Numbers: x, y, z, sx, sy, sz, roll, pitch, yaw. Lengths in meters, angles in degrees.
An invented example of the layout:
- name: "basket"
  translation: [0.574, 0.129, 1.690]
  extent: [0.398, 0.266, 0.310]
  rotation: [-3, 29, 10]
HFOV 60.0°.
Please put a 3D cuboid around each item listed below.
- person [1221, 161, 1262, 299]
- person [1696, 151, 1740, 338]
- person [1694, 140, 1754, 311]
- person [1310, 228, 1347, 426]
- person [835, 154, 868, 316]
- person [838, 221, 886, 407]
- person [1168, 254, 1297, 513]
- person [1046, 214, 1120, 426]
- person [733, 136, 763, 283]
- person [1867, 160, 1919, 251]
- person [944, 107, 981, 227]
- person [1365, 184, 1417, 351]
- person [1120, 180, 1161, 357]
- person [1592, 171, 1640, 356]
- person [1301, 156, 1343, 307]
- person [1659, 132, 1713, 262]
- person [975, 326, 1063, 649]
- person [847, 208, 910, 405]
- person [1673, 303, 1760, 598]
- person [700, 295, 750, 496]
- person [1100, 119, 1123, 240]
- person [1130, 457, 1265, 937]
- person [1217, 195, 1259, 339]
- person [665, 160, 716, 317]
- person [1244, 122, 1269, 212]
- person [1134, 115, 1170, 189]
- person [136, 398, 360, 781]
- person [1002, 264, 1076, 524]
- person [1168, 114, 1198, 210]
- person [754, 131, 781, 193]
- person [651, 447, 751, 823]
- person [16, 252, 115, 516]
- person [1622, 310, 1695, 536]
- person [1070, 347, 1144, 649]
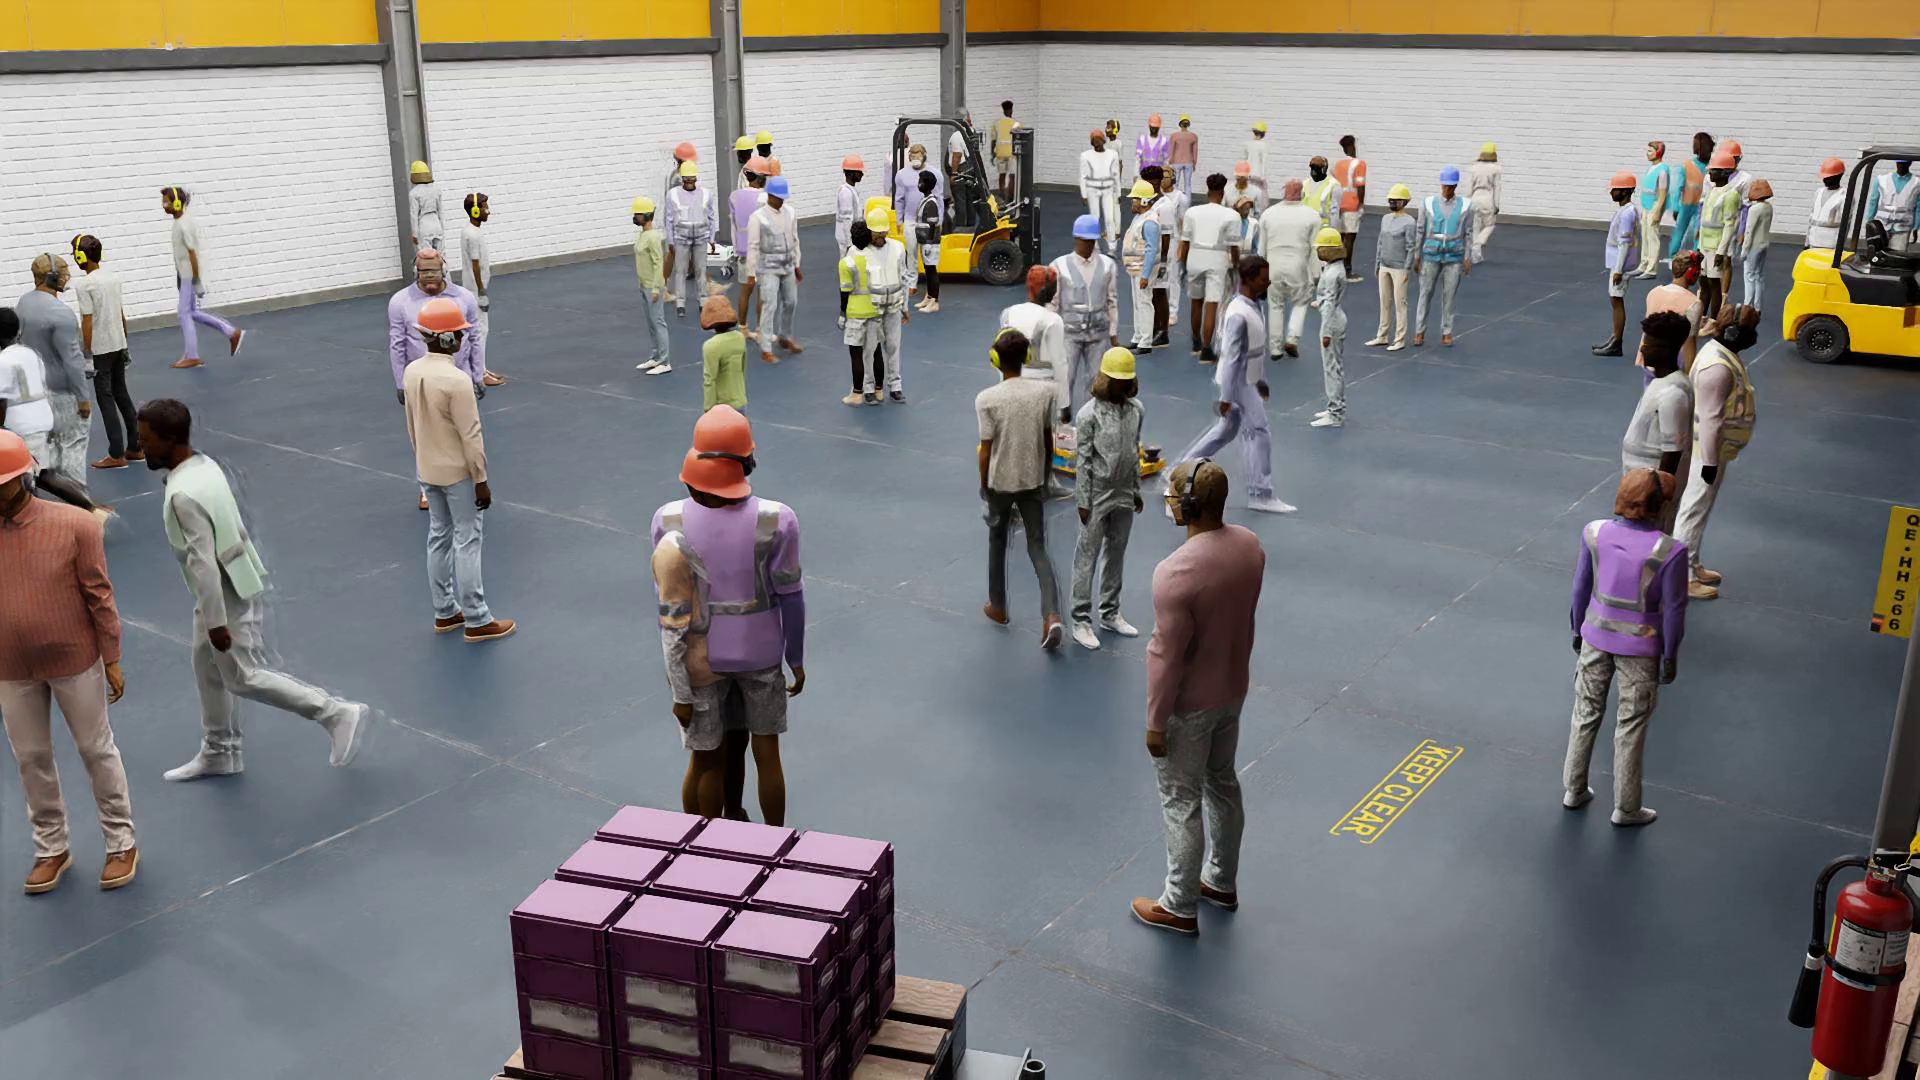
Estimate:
- name: "person"
  translation: [3.556, -3.982, 21.264]
  extent: [0.556, 1.715, 0.905]
  rotation: [5, 18, 14]
- name: "person"
  translation: [8.362, -3.278, 18.506]
  extent: [0.374, 2.044, 0.605]
  rotation: [0, 18, -1]
- name: "person"
  translation: [9.181, -3.780, 20.076]
  extent: [0.389, 2.041, 0.614]
  rotation: [-16, 24, -41]
- name: "person"
  translation: [3.235, -1.864, 14.601]
  extent: [0.382, 1.732, 0.498]
  rotation: [5, 18, 16]
- name: "person"
  translation: [-1.264, -3.546, 19.541]
  extent: [0.384, 1.930, 0.540]
  rotation: [2, 18, 5]
- name: "person"
  translation: [-0.895, -2.079, 15.317]
  extent: [0.538, 1.696, 0.317]
  rotation: [-14, 23, -37]
- name: "person"
  translation: [2.004, -1.154, 12.149]
  extent: [0.947, 1.884, 0.595]
  rotation: [5, 18, 16]
- name: "person"
  translation: [1.000, -1.709, 13.758]
  extent: [0.642, 1.943, 0.399]
  rotation: [-5, 18, -15]
- name: "person"
  translation: [-2.817, -4.407, 22.224]
  extent: [0.384, 1.925, 0.593]
  rotation: [1, 18, 3]
- name: "person"
  translation: [11.482, -3.854, 20.458]
  extent: [0.605, 1.948, 0.404]
  rotation: [11, 21, 30]
- name: "person"
  translation: [0.004, -5.950, 26.867]
  extent: [0.538, 2.000, 0.690]
  rotation: [12, 21, 32]
- name: "person"
  translation: [4.648, -2.925, 17.844]
  extent: [0.304, 1.772, 0.528]
  rotation: [-9, 20, -27]
- name: "person"
  translation: [1.904, -2.856, 17.527]
  extent: [0.404, 1.833, 0.593]
  rotation: [-2, 18, -5]
- name: "person"
  translation: [6.922, -2.909, 17.542]
  extent: [0.386, 1.932, 0.545]
  rotation: [5, 19, 16]
- name: "person"
  translation: [4.380, -3.789, 20.454]
  extent: [0.431, 1.836, 0.618]
  rotation: [-15, 23, -38]
- name: "person"
  translation: [10.654, -4.872, 23.774]
  extent: [0.917, 1.882, 0.609]
  rotation: [4, 18, 11]
- name: "person"
  translation: [0.353, -0.305, 9.554]
  extent: [0.534, 1.841, 0.894]
  rotation: [-6, 19, -17]
- name: "person"
  translation: [-0.748, -2.148, 15.345]
  extent: [0.603, 1.816, 0.403]
  rotation: [-8, 19, -23]
- name: "person"
  translation: [4.688, -0.559, 10.351]
  extent: [0.430, 1.836, 0.626]
  rotation: [9, 20, 25]
- name: "person"
  translation: [-1.677, -0.931, 11.850]
  extent: [0.291, 1.622, 0.517]
  rotation: [7, 19, 22]
- name: "person"
  translation: [2.401, -5.712, 26.393]
  extent: [0.328, 1.877, 0.521]
  rotation: [-6, 19, -17]
- name: "person"
  translation: [0.931, 0.619, 6.506]
  extent: [0.362, 1.932, 0.629]
  rotation: [16, 24, 41]
- name: "person"
  translation: [3.028, -2.971, 18.234]
  extent: [0.541, 1.605, 0.573]
  rotation: [-6, 19, -19]
- name: "person"
  translation: [-3.197, -3.586, 19.809]
  extent: [0.591, 1.834, 0.404]
  rotation: [-6, 19, -18]
- name: "person"
  translation: [5.022, -6.139, 27.962]
  extent: [0.838, 1.733, 0.531]
  rotation: [-17, 24, -42]
- name: "person"
  translation: [3.176, -6.070, 27.510]
  extent: [0.548, 1.885, 1.019]
  rotation: [4, 18, 14]
- name: "person"
  translation: [-3.358, 0.243, 7.759]
  extent: [0.834, 1.887, 0.607]
  rotation: [-6, 19, -18]
- name: "person"
  translation: [0.543, -1.062, 11.929]
  extent: [0.951, 1.831, 0.595]
  rotation: [-14, 23, -37]
- name: "person"
  translation: [3.986, -6.731, 29.783]
  extent: [0.531, 1.754, 0.342]
  rotation: [-2, 18, -7]
- name: "person"
  translation: [-2.674, -4.743, 23.281]
  extent: [0.382, 1.923, 0.591]
  rotation: [-6, 19, -18]
- name: "person"
  translation: [-0.990, 0.516, 6.840]
  extent: [0.390, 1.923, 0.548]
  rotation: [9, 20, 27]
- name: "person"
  translation: [-6.355, -1.066, 11.784]
  extent: [0.636, 1.928, 0.386]
  rotation: [13, 22, 34]
- name: "person"
  translation: [3.904, -0.319, 9.376]
  extent: [0.361, 1.963, 0.612]
  rotation: [6, 19, 17]
- name: "person"
  translation: [0.869, -0.250, 9.525]
  extent: [0.488, 1.741, 0.316]
  rotation: [-13, 22, -35]
